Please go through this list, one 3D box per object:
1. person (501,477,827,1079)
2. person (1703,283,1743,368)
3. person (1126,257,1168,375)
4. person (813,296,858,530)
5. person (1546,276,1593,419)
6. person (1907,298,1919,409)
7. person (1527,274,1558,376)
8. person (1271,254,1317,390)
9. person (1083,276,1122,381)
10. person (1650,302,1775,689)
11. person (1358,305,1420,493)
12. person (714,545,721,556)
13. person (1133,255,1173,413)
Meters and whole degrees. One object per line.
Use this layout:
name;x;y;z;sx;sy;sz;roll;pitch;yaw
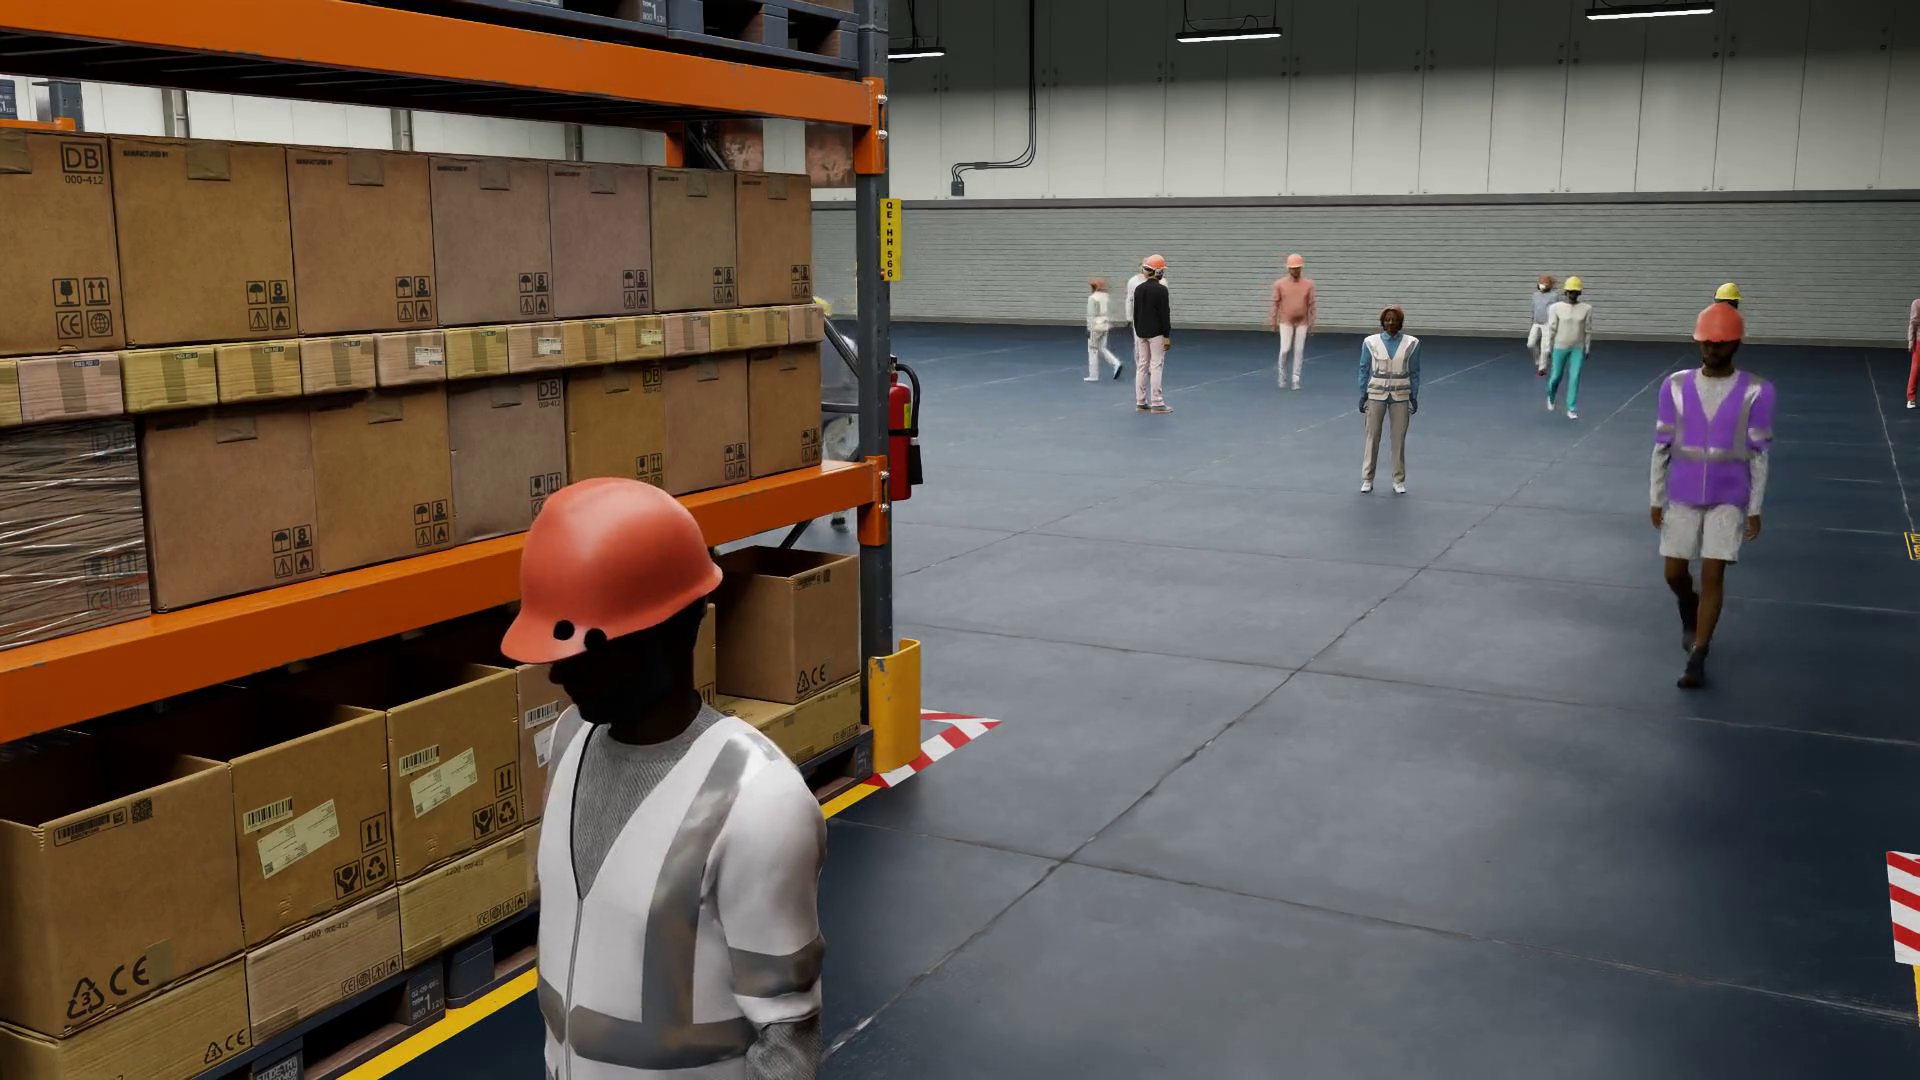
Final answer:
person;-0.436;0.862;2.352;0.543;1.928;0.371;9;14;41
person;7.619;-1.677;16.639;0.533;1.768;0.311;-8;13;-37
person;3.011;-3.569;26.628;0.675;1.884;0.577;0;10;1
person;-1.069;-0.991;12.904;0.586;1.773;0.973;-3;11;-16
person;7.536;-2.395;20.621;0.530;1.750;0.667;2;11;8
person;12.549;-2.566;21.512;0.520;1.761;0.335;2;11;9
person;9.269;-3.414;26.510;0.343;1.619;0.500;-8;13;-36
person;4.850;-3.157;24.134;0.635;1.972;0.459;0;10;1
person;2.186;-3.222;25.467;0.536;1.613;0.558;8;13;37
person;3.781;-0.241;8.391;0.549;1.918;0.660;7;13;34
person;3.738;-1.224;14.515;0.522;1.640;0.306;2;11;10
person;-1.864;-0.759;11.486;0.558;1.819;0.481;1;10;7
person;2.446;-2.601;21.054;0.382;1.995;0.612;-8;13;-35
